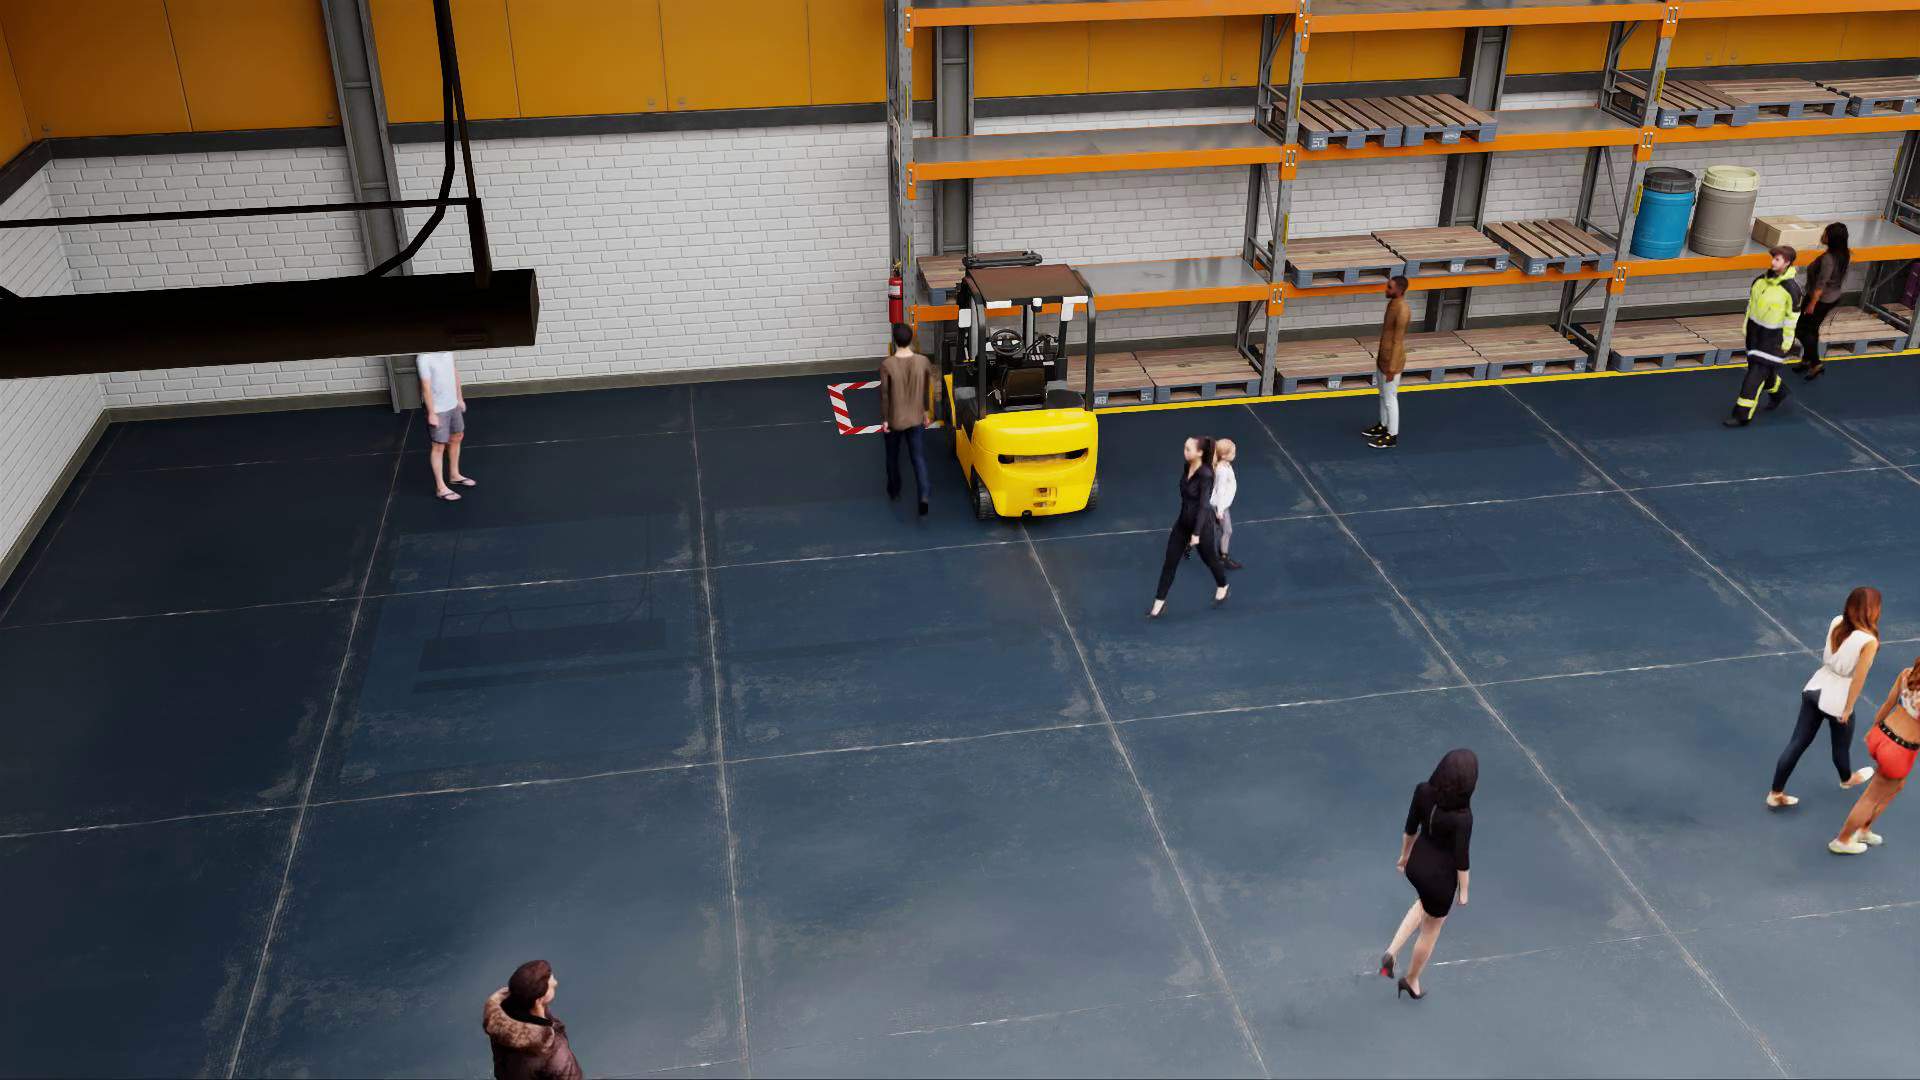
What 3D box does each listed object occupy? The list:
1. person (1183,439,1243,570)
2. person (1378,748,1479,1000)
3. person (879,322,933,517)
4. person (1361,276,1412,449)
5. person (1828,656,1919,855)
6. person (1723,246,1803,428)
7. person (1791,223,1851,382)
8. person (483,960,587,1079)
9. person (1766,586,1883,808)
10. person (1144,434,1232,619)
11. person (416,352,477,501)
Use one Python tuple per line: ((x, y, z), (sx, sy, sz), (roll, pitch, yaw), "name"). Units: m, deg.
((2.252, -0.327, 14.816), (0.847, 1.264, 0.596), (2, 29, 3), "person")
((2.728, 2.053, 9.906), (0.722, 1.788, 0.673), (-12, 31, -21), "person")
((-0.492, -1.104, 15.616), (1.075, 1.863, 0.803), (-8, 30, -15), "person")
((4.415, -1.840, 17.015), (0.553, 1.815, 0.637), (-2, 29, -3), "person")
((6.145, 1.426, 11.082), (0.645, 1.763, 0.626), (-5, 29, -9), "person")
((8.540, -2.131, 17.408), (1.200, 1.949, 0.884), (-9, 30, -16), "person")
((9.553, -2.617, 18.420), (0.820, 1.834, 0.918), (-15, 32, -26), "person")
((-2.166, 2.915, 8.325), (1.302, 1.790, 1.130), (-23, 36, -35), "person")
((6.003, 1.141, 11.620), (1.115, 1.747, 0.705), (-9, 30, -16), "person")
((2.041, -0.101, 13.977), (1.127, 1.671, 0.784), (-12, 31, -21), "person")
((-4.995, -1.293, 15.997), (0.723, 1.829, 0.728), (8, 30, 15), "person")
